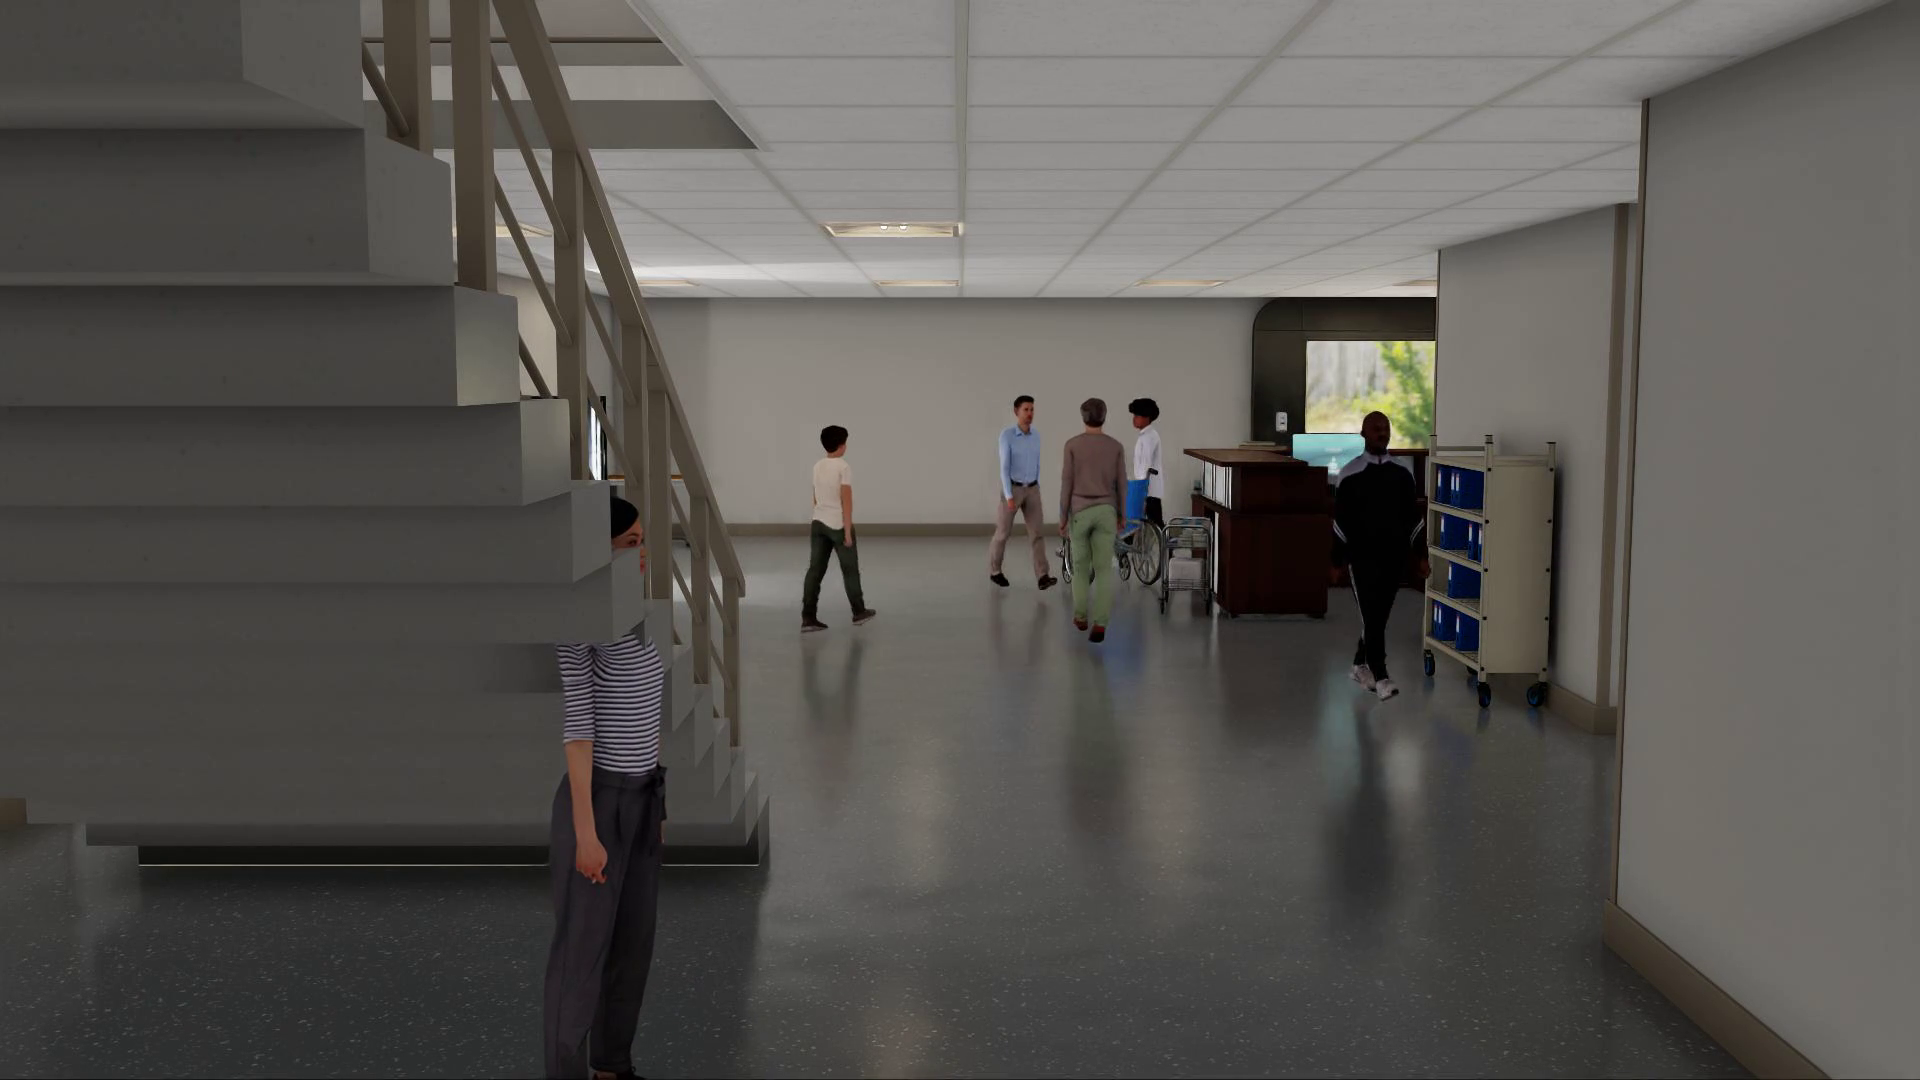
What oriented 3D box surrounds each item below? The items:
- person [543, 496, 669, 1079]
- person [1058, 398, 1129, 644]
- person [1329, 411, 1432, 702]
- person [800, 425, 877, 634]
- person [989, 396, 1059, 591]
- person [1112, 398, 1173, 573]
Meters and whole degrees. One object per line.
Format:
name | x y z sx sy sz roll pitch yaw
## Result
person | -0.969 0.742 4.489 0.723 1.731 0.563 2 6 18
person | 1.022 -0.112 12.495 0.727 1.827 1.304 0 6 2
person | 2.598 0.110 10.491 0.864 1.786 1.265 -1 6 -12
person | -1.051 -0.050 12.963 0.996 1.610 1.191 4 7 33
person | 0.509 -0.411 15.618 1.025 1.796 1.303 -3 6 -27
person | 2.004 -0.532 16.927 0.727 1.776 0.930 0 6 0
